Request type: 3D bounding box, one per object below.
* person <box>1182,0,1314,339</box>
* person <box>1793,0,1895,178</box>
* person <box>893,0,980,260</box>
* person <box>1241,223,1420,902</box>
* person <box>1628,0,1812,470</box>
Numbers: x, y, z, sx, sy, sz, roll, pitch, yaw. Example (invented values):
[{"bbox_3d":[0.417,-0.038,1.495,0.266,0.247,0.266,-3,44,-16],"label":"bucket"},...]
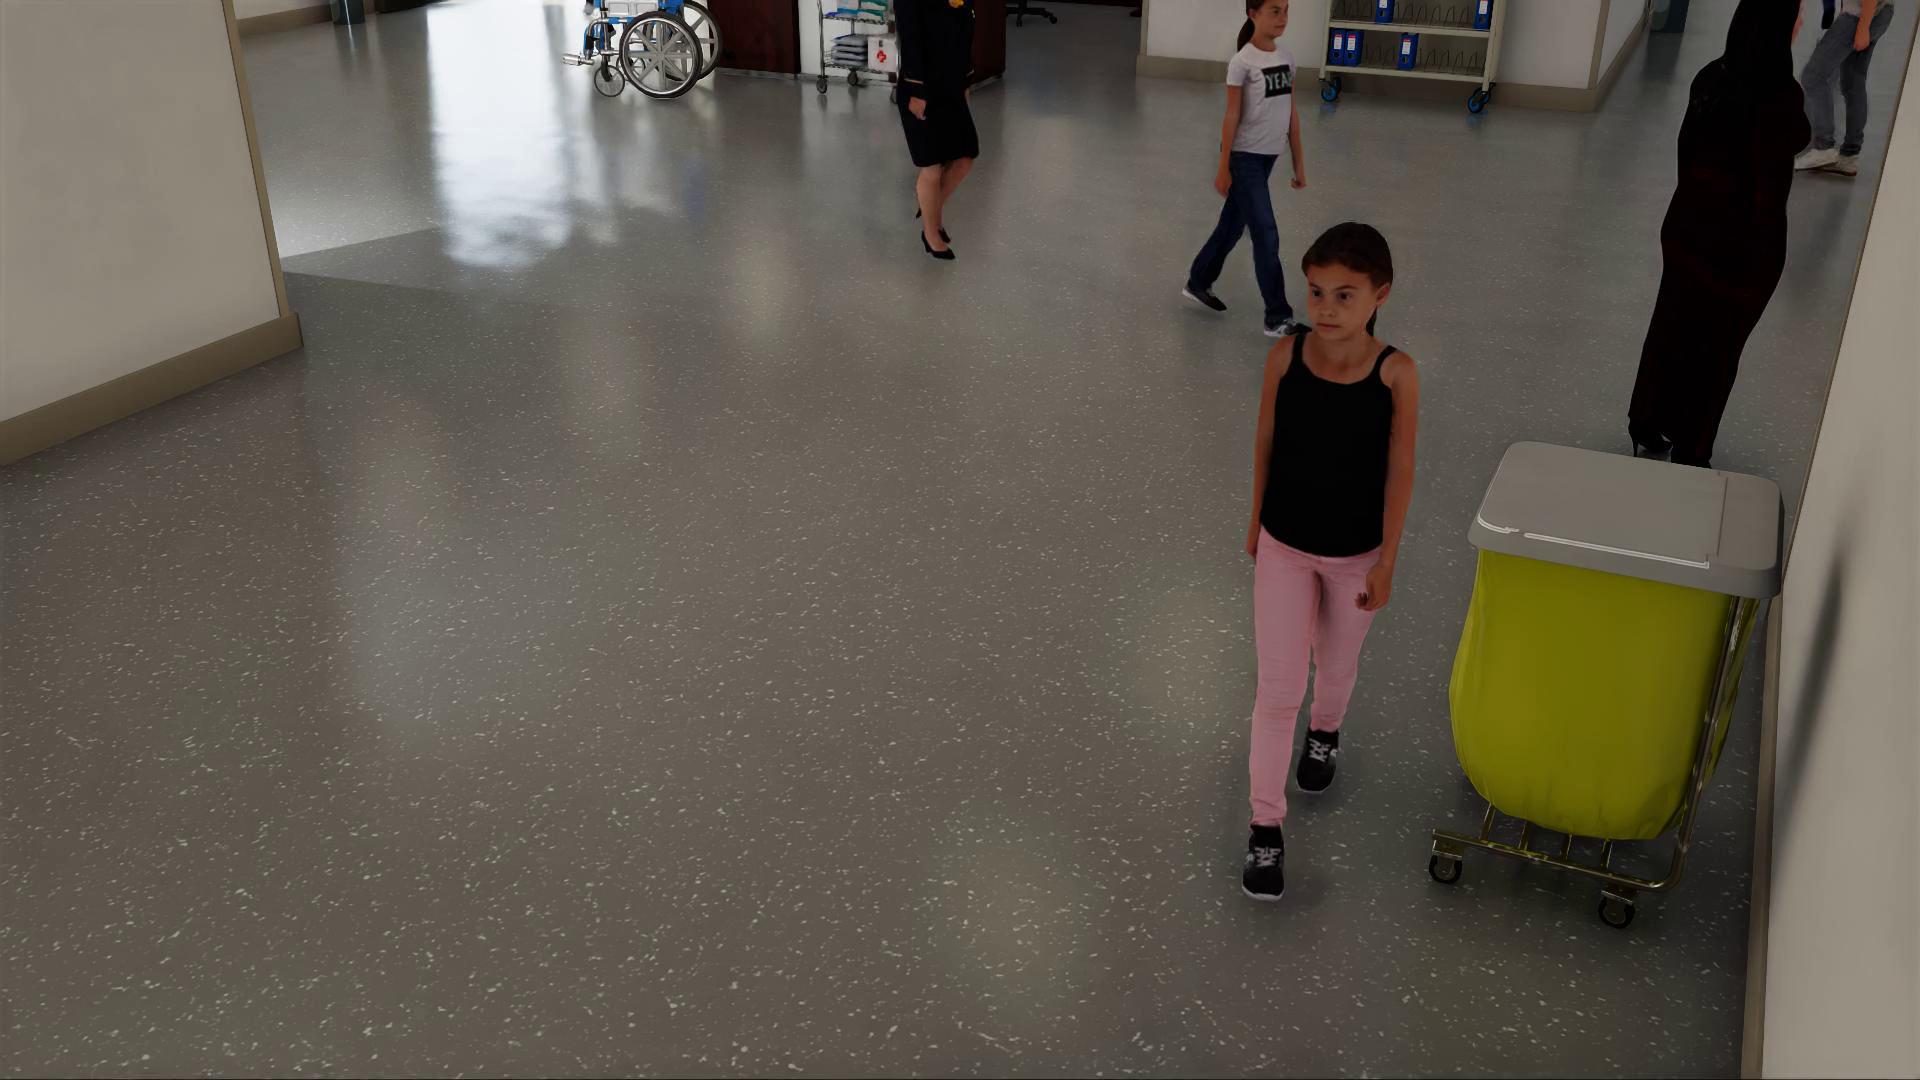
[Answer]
[{"bbox_3d":[1.263,-1.702,7.470,0.840,1.520,1.114,-20,32,-35],"label":"person"},{"bbox_3d":[5.523,-3.129,10.011,0.686,1.883,0.700,16,30,30],"label":"person"},{"bbox_3d":[-0.170,-2.263,8.471,0.809,1.661,0.815,-21,33,-36],"label":"person"},{"bbox_3d":[0.865,0.012,3.912,0.982,1.524,0.666,8,27,16],"label":"person"},{"bbox_3d":[2.694,-1.076,5.901,0.814,1.756,0.775,-6,26,-12],"label":"person"}]
